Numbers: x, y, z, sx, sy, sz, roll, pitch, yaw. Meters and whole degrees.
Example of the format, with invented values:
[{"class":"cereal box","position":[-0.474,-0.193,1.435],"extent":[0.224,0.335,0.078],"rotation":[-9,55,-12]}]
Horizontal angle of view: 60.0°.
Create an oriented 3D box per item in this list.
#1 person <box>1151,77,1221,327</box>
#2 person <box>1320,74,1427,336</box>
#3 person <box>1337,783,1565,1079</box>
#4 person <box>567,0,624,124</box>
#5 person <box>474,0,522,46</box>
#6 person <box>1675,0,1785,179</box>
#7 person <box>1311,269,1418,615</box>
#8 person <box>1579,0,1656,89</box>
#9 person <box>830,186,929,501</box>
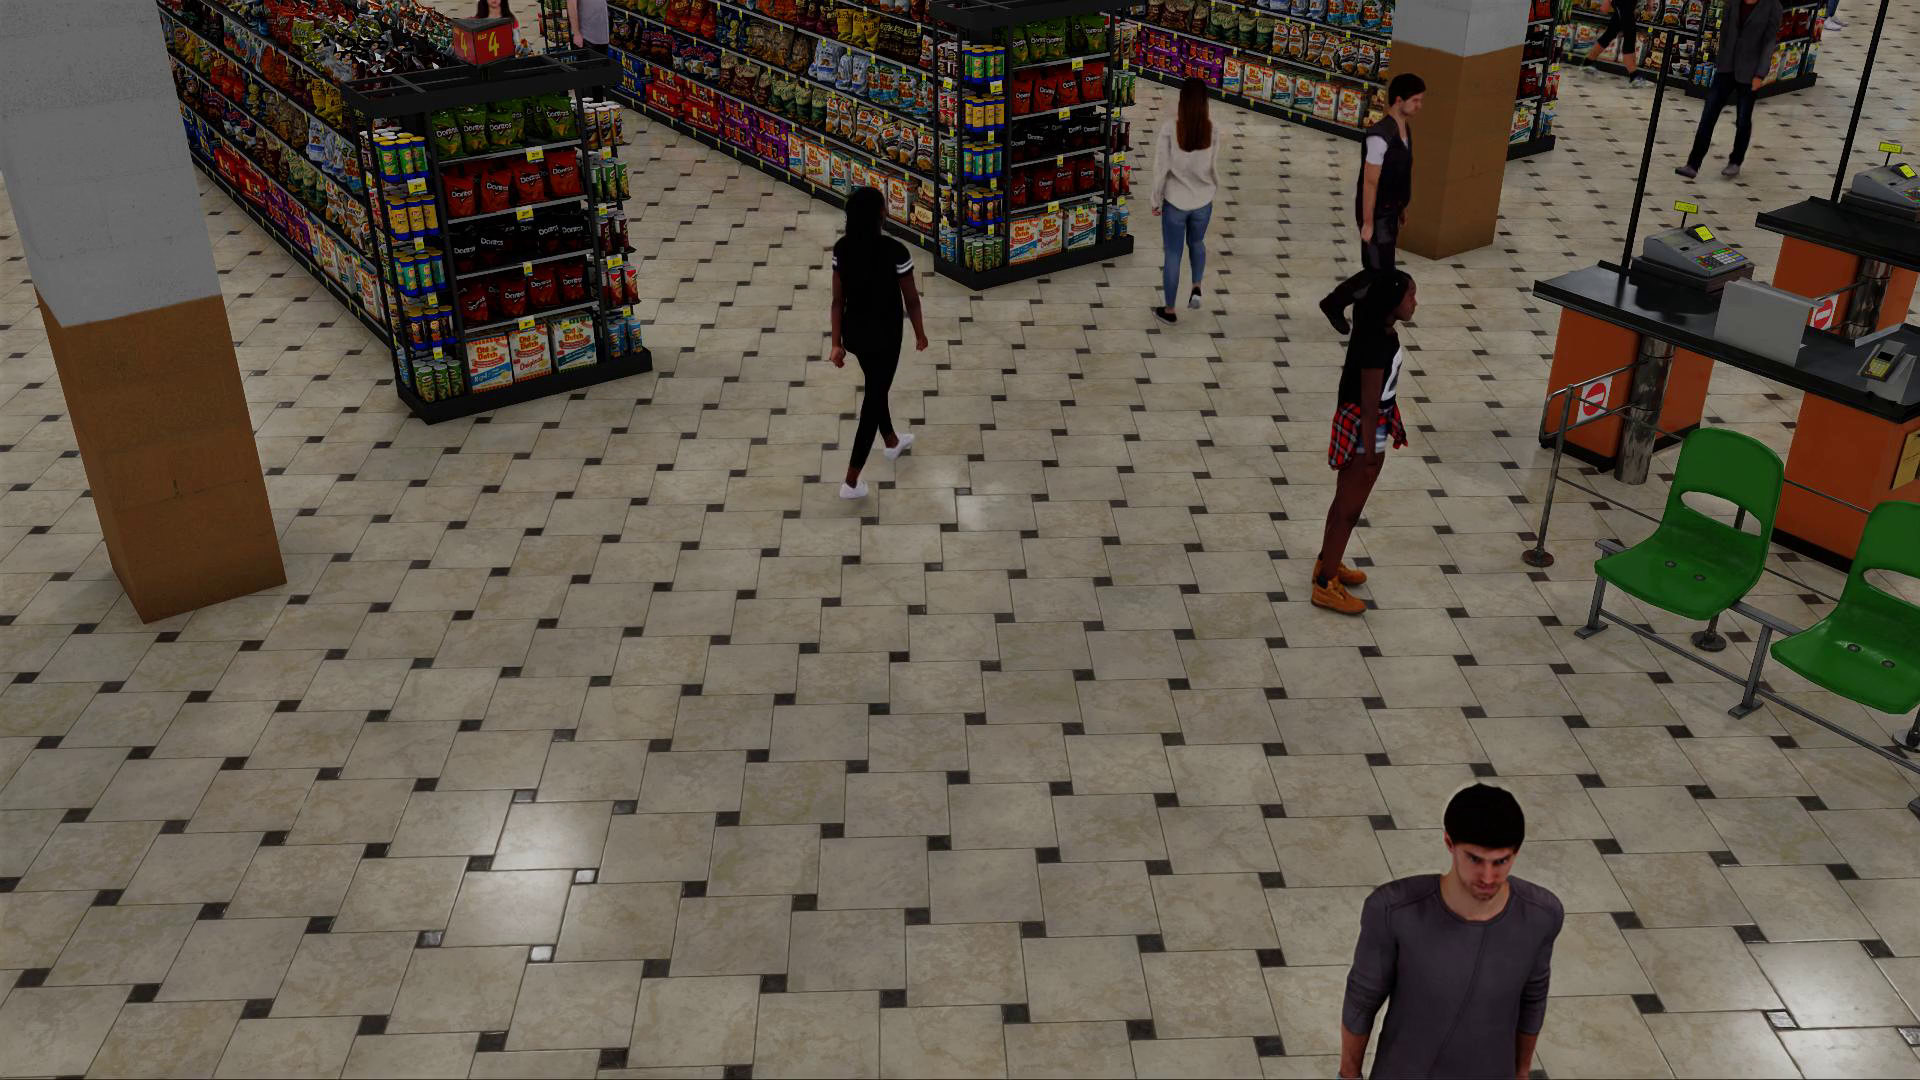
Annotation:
[{"class":"person","position":[1.587,-2.280,11.364],"extent":[0.746,1.677,0.778],"rotation":[-7,29,-12]},{"class":"person","position":[2.686,-2.174,11.008],"extent":[0.930,1.830,0.894],"rotation":[10,30,18]},{"class":"person","position":[1.271,1.415,4.413],"extent":[0.751,1.852,0.751],"rotation":[0,29,-1]},{"class":"person","position":[-3.554,-4.888,15.974],"extent":[0.792,1.837,0.769],"rotation":[9,30,17]},{"class":"person","position":[-4.145,-4.214,14.984],"extent":[0.766,1.603,0.917],"rotation":[-7,30,-13]},{"class":"person","position":[6.815,-4.059,14.455],"extent":[0.862,1.838,1.009],"rotation":[-24,37,-37]},{"class":"person","position":[1.928,-0.473,8.010],"extent":[0.769,1.718,0.716],"rotation":[7,29,13]},{"class":"person","position":[6.924,-5.692,17.483],"extent":[0.657,1.801,1.194],"rotation":[-19,34,-31]},{"class":"person","position":[-0.505,-1.032,9.065],"extent":[1.177,1.690,1.030],"rotation":[14,32,24]}]
